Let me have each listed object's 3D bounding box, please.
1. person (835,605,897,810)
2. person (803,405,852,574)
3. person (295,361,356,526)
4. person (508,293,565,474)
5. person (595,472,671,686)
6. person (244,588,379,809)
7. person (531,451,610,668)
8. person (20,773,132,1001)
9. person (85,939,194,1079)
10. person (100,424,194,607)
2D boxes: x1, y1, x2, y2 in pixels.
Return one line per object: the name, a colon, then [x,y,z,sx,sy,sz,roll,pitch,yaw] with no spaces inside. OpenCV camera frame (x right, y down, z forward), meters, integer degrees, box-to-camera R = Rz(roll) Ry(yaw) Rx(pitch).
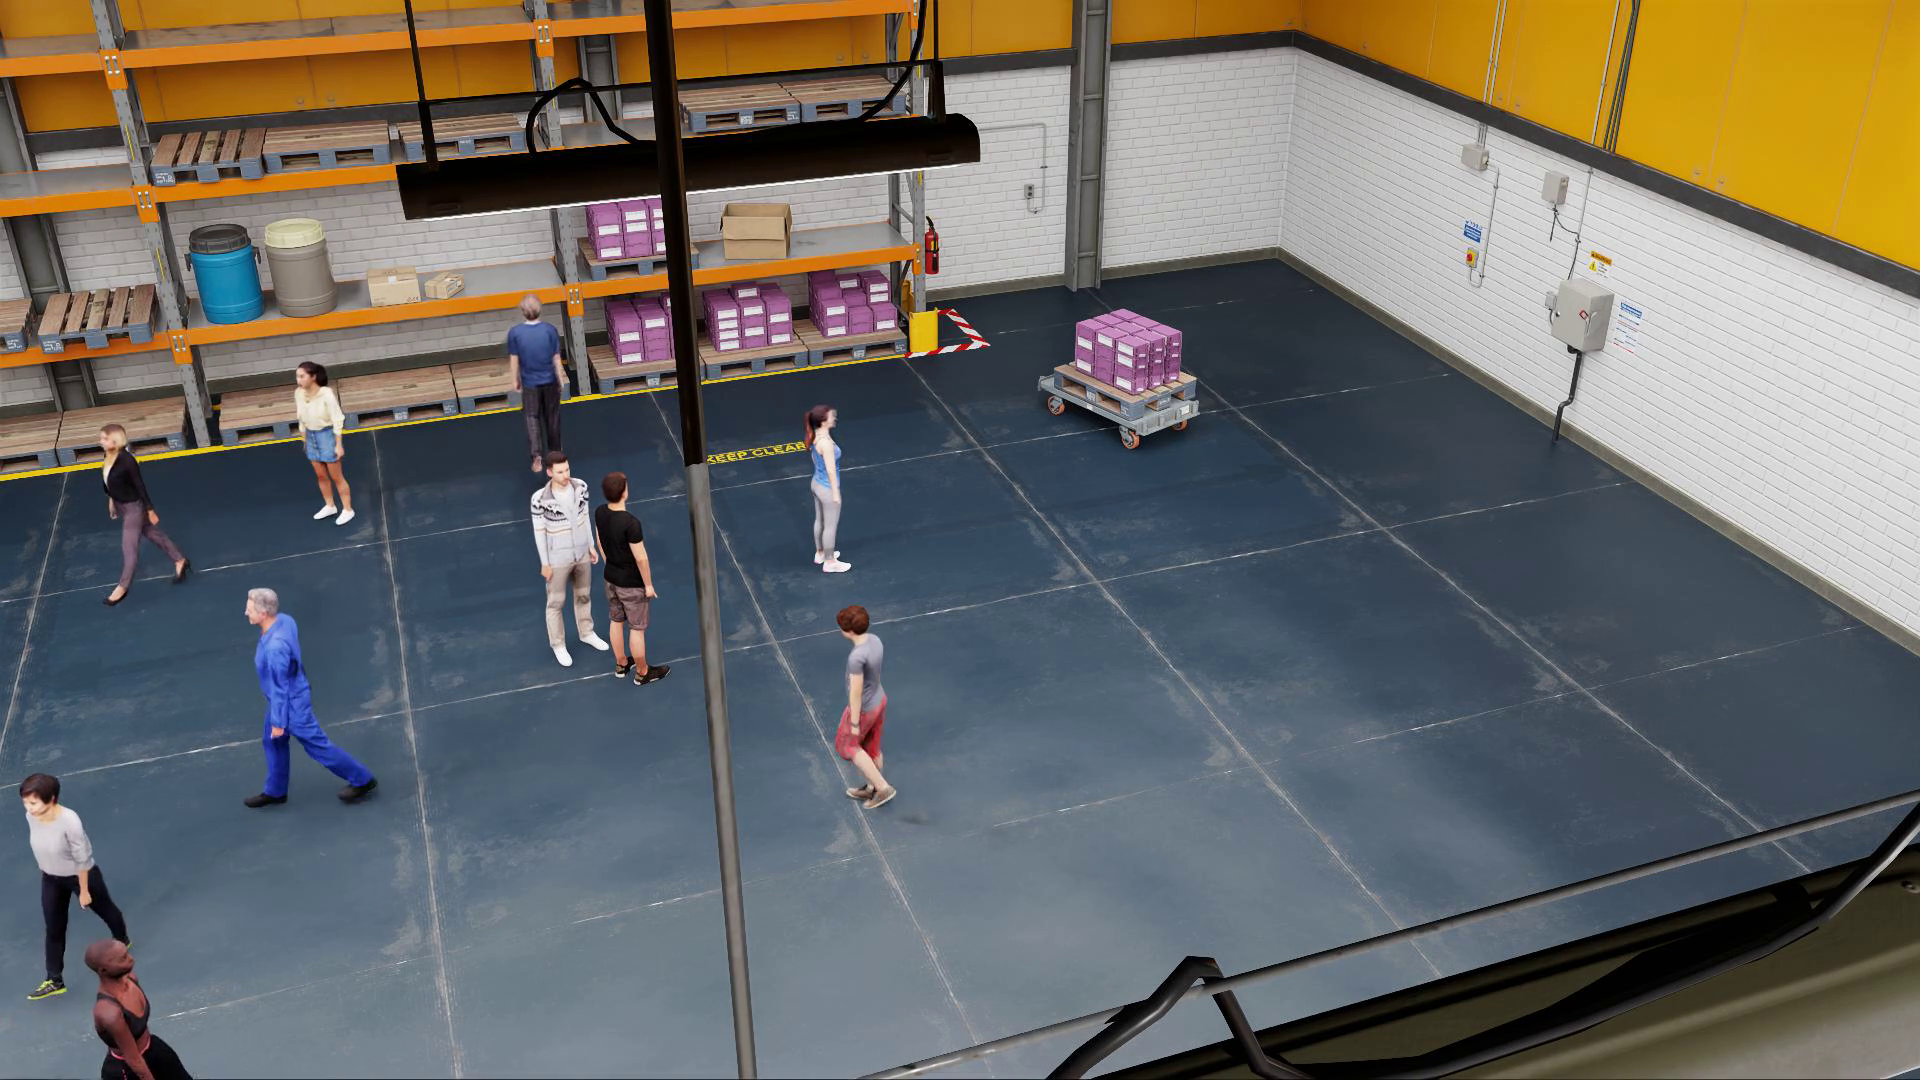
person: [-0.600,1.215,11.816,0.846,1.641,0.786,12,31,21]
person: [-1.204,-0.474,14.945,0.571,1.610,0.577,-13,31,-22]
person: [-6.034,-0.934,15.768,0.704,1.631,0.781,10,30,18]
person: [-4.210,-1.545,16.657,0.970,1.851,0.818,-6,29,-10]
person: [-2.680,0.297,13.269,0.764,1.863,0.778,20,34,32]
person: [-4.648,1.146,11.791,1.139,1.787,0.741,-9,30,-16]
person: [-3.230,0.101,13.628,0.674,1.862,0.825,-25,37,-38]
person: [-5.493,2.054,10.401,0.963,1.524,0.942,7,29,12]
person: [-4.453,2.830,8.776,1.175,1.718,0.742,-5,29,-9]
person: [-7.132,-0.260,14.537,0.950,1.624,1.142,22,35,34]
